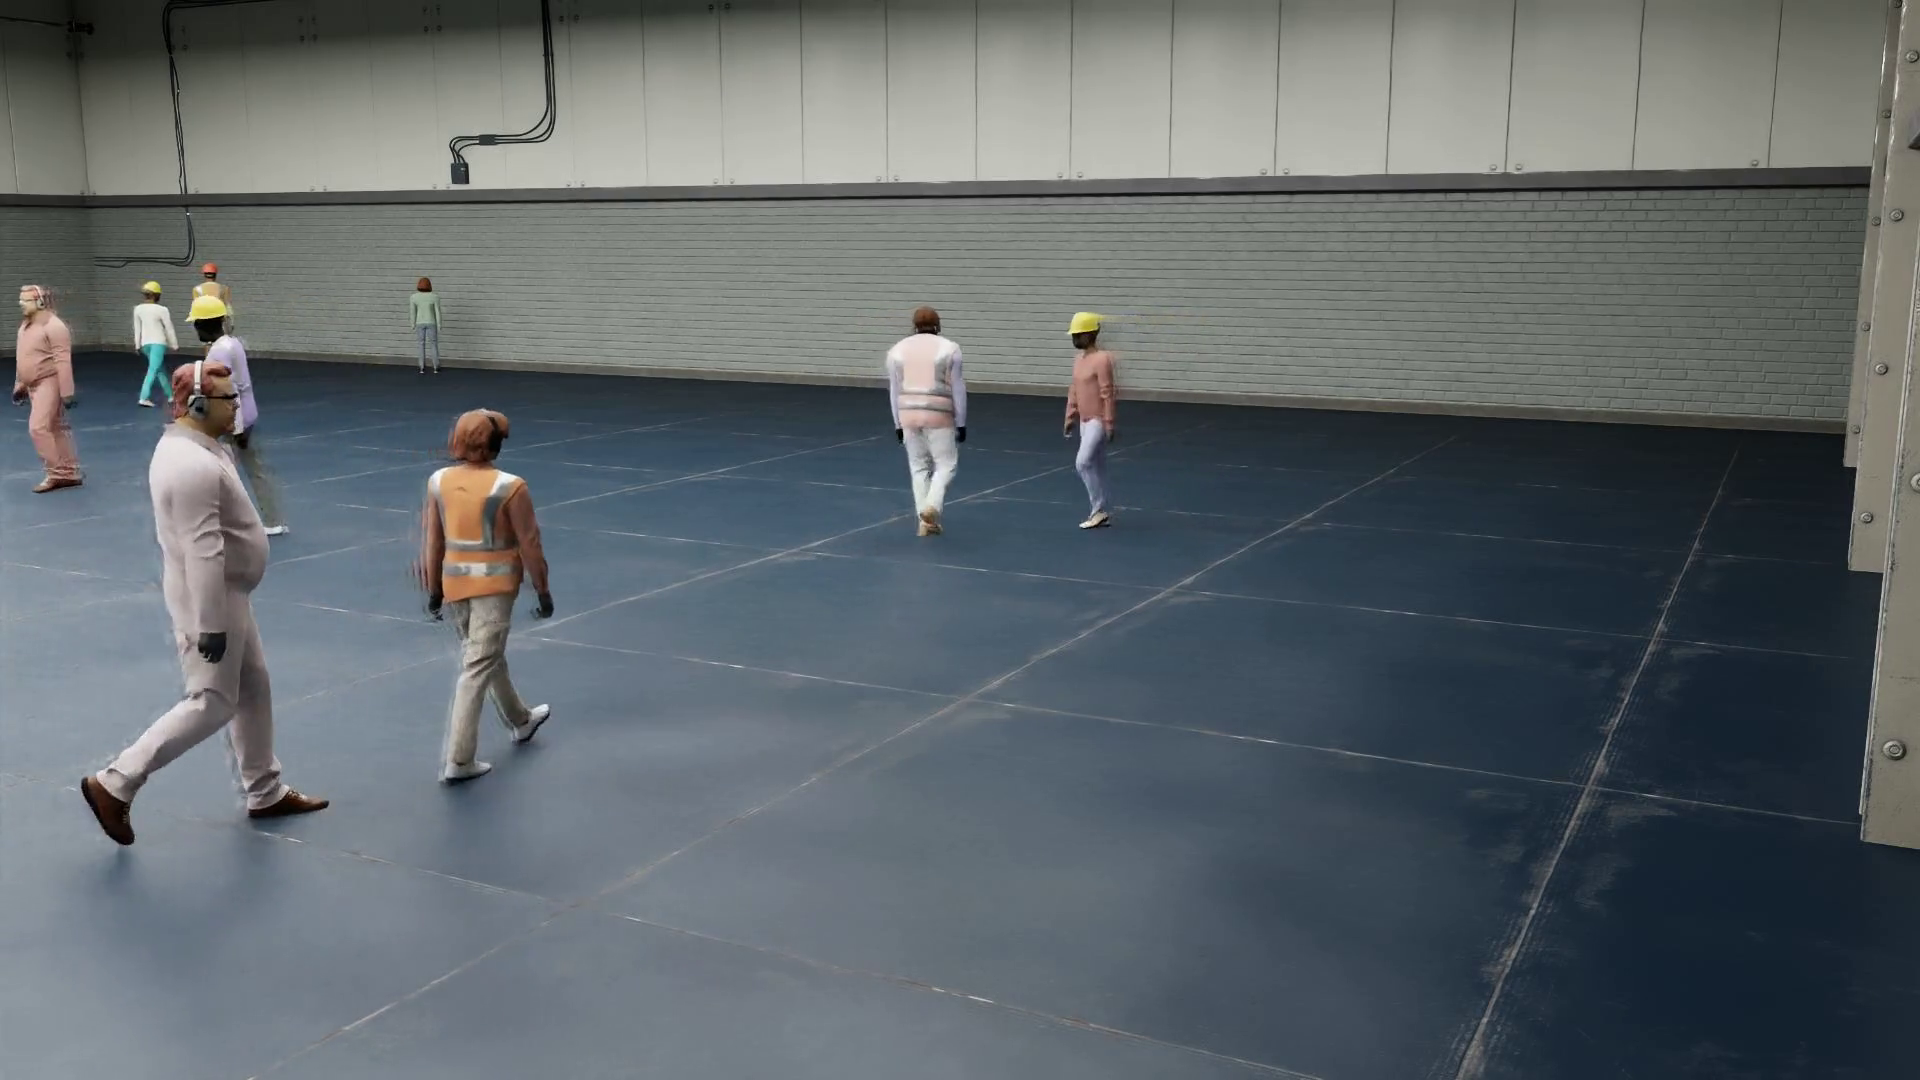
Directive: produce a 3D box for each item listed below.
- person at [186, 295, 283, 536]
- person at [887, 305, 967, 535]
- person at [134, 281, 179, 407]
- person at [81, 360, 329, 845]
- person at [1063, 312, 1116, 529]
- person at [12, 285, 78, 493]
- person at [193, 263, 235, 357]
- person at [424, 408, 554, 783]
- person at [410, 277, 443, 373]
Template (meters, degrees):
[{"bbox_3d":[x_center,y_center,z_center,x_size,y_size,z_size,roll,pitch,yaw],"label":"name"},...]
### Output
[{"bbox_3d":[-5.728,-0.923,12.786,0.925,1.882,0.597,-2,11,-11],"label":"person"},{"bbox_3d":[-0.273,-0.912,12.933,0.640,1.821,0.564,4,11,20],"label":"person"},{"bbox_3d":[-11.102,-2.703,22.971,0.545,1.715,0.925,3,11,16],"label":"person"},{"bbox_3d":[-2.978,0.245,6.464,0.813,1.883,0.651,-5,12,-25],"label":"person"},{"bbox_3d":[1.040,-0.934,13.237,0.473,1.746,0.539,-4,11,-21],"label":"person"},{"bbox_3d":[-8.483,-1.388,15.306,0.639,1.890,0.653,8,13,38],"label":"person"},{"bbox_3d":[-12.045,-3.514,26.887,0.558,1.907,0.829,-3,11,-18],"label":"person"},{"bbox_3d":[-2.043,0.216,7.361,0.535,1.589,0.855,4,11,23],"label":"person"},{"bbox_3d":[-9.153,-3.682,28.531,0.504,1.632,0.270,-1,10,-6],"label":"person"}]
